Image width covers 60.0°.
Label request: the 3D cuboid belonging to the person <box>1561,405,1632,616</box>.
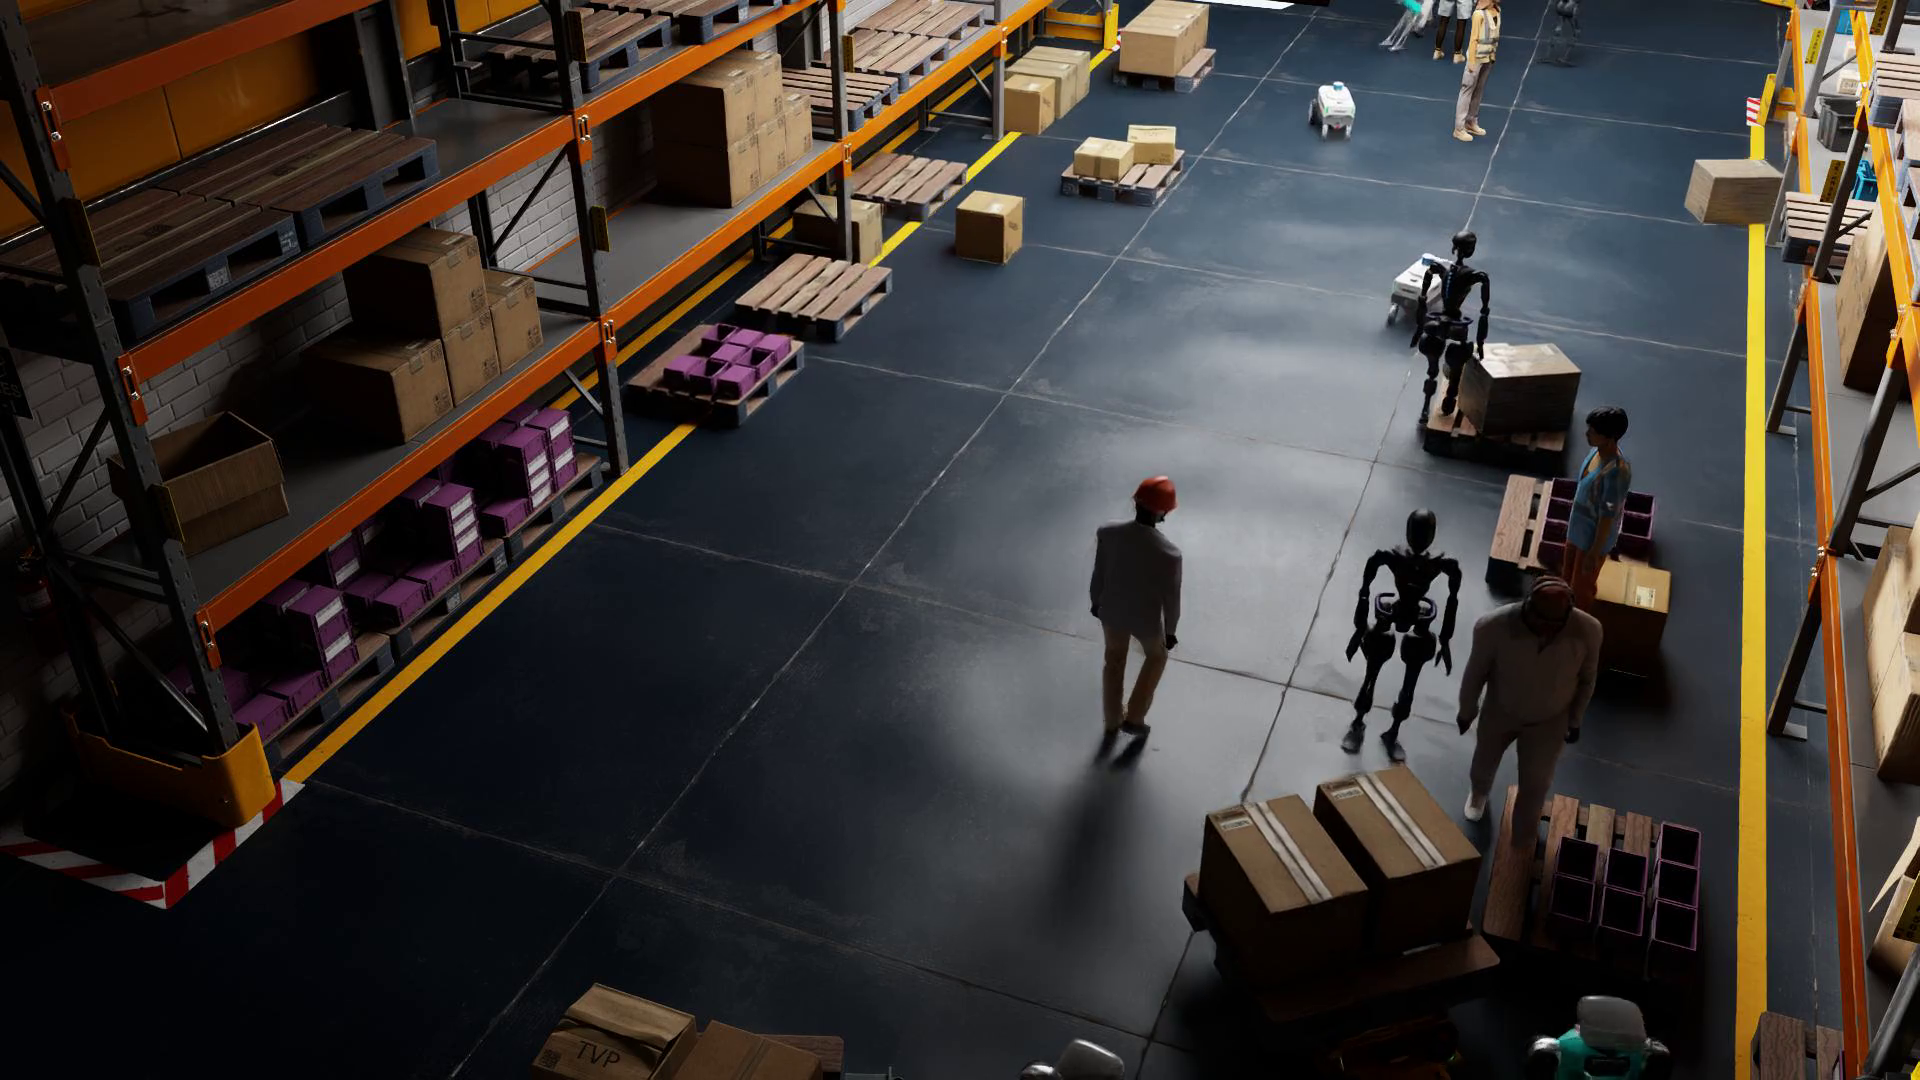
[{"bbox_3d":[3.858,-0.028,10.265,0.345,1.759,0.498,1,33,2],"label":"person"}]

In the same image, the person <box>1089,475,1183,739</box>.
[{"bbox_3d":[1.018,0.400,9.626,0.591,1.722,0.432,17,37,25],"label":"person"}]

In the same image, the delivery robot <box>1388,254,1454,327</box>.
[{"bbox_3d":[4.143,-2.258,14.835,0.499,0.608,0.799,22,39,30],"label":"delivery robot"}]

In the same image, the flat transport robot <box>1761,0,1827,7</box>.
[{"bbox_3d":[12.074,-7.826,23.703,1.431,0.231,0.659,-27,41,-35],"label":"flat transport robot"}]

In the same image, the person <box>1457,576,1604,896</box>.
[{"bbox_3d":[2.935,0.936,8.699,0.657,1.839,0.966,9,34,14],"label":"person"}]

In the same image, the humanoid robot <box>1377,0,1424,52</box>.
[{"bbox_3d":[5.665,-7.064,21.051,0.735,1.675,0.533,-8,34,-12],"label":"humanoid robot"}]

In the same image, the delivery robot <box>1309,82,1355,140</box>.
[{"bbox_3d":[4.271,-4.909,18.940,0.499,0.611,0.792,2,33,3],"label":"delivery robot"}]

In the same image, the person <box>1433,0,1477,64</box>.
[{"bbox_3d":[6.265,-6.860,20.896,0.533,1.692,0.320,23,39,31],"label":"person"}]

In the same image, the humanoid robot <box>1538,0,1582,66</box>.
[{"bbox_3d":[7.633,-6.757,20.763,0.540,1.639,0.587,1,33,1],"label":"humanoid robot"}]

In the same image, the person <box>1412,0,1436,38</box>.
[{"bbox_3d":[6.246,-7.602,21.895,0.535,1.860,0.935,24,40,33],"label":"person"}]

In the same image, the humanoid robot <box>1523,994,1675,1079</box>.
[{"bbox_3d":[2.352,2.635,6.203,0.534,1.773,0.946,0,33,1],"label":"humanoid robot"}]

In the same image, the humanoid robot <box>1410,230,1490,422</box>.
[{"bbox_3d":[3.742,-1.558,12.703,0.613,1.636,0.363,23,39,31],"label":"humanoid robot"}]

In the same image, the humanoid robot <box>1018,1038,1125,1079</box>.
[{"bbox_3d":[0.360,2.717,6.150,0.541,1.910,0.722,13,35,19],"label":"humanoid robot"}]

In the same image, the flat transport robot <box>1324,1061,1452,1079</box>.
[{"bbox_3d":[2.149,2.858,7.169,0.659,0.231,1.431,-10,34,-14],"label":"flat transport robot"}]

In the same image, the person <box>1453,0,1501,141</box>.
[{"bbox_3d":[5.792,-5.348,18.474,0.478,1.781,0.299,-27,42,-35],"label":"person"}]

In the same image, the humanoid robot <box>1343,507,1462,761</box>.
[{"bbox_3d":[2.519,0.537,9.462,0.594,1.654,0.323,6,33,9],"label":"humanoid robot"}]

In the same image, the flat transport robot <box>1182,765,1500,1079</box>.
[{"bbox_3d":[1.847,2.118,8.313,0.659,0.231,1.431,-10,34,-15],"label":"flat transport robot"}]
